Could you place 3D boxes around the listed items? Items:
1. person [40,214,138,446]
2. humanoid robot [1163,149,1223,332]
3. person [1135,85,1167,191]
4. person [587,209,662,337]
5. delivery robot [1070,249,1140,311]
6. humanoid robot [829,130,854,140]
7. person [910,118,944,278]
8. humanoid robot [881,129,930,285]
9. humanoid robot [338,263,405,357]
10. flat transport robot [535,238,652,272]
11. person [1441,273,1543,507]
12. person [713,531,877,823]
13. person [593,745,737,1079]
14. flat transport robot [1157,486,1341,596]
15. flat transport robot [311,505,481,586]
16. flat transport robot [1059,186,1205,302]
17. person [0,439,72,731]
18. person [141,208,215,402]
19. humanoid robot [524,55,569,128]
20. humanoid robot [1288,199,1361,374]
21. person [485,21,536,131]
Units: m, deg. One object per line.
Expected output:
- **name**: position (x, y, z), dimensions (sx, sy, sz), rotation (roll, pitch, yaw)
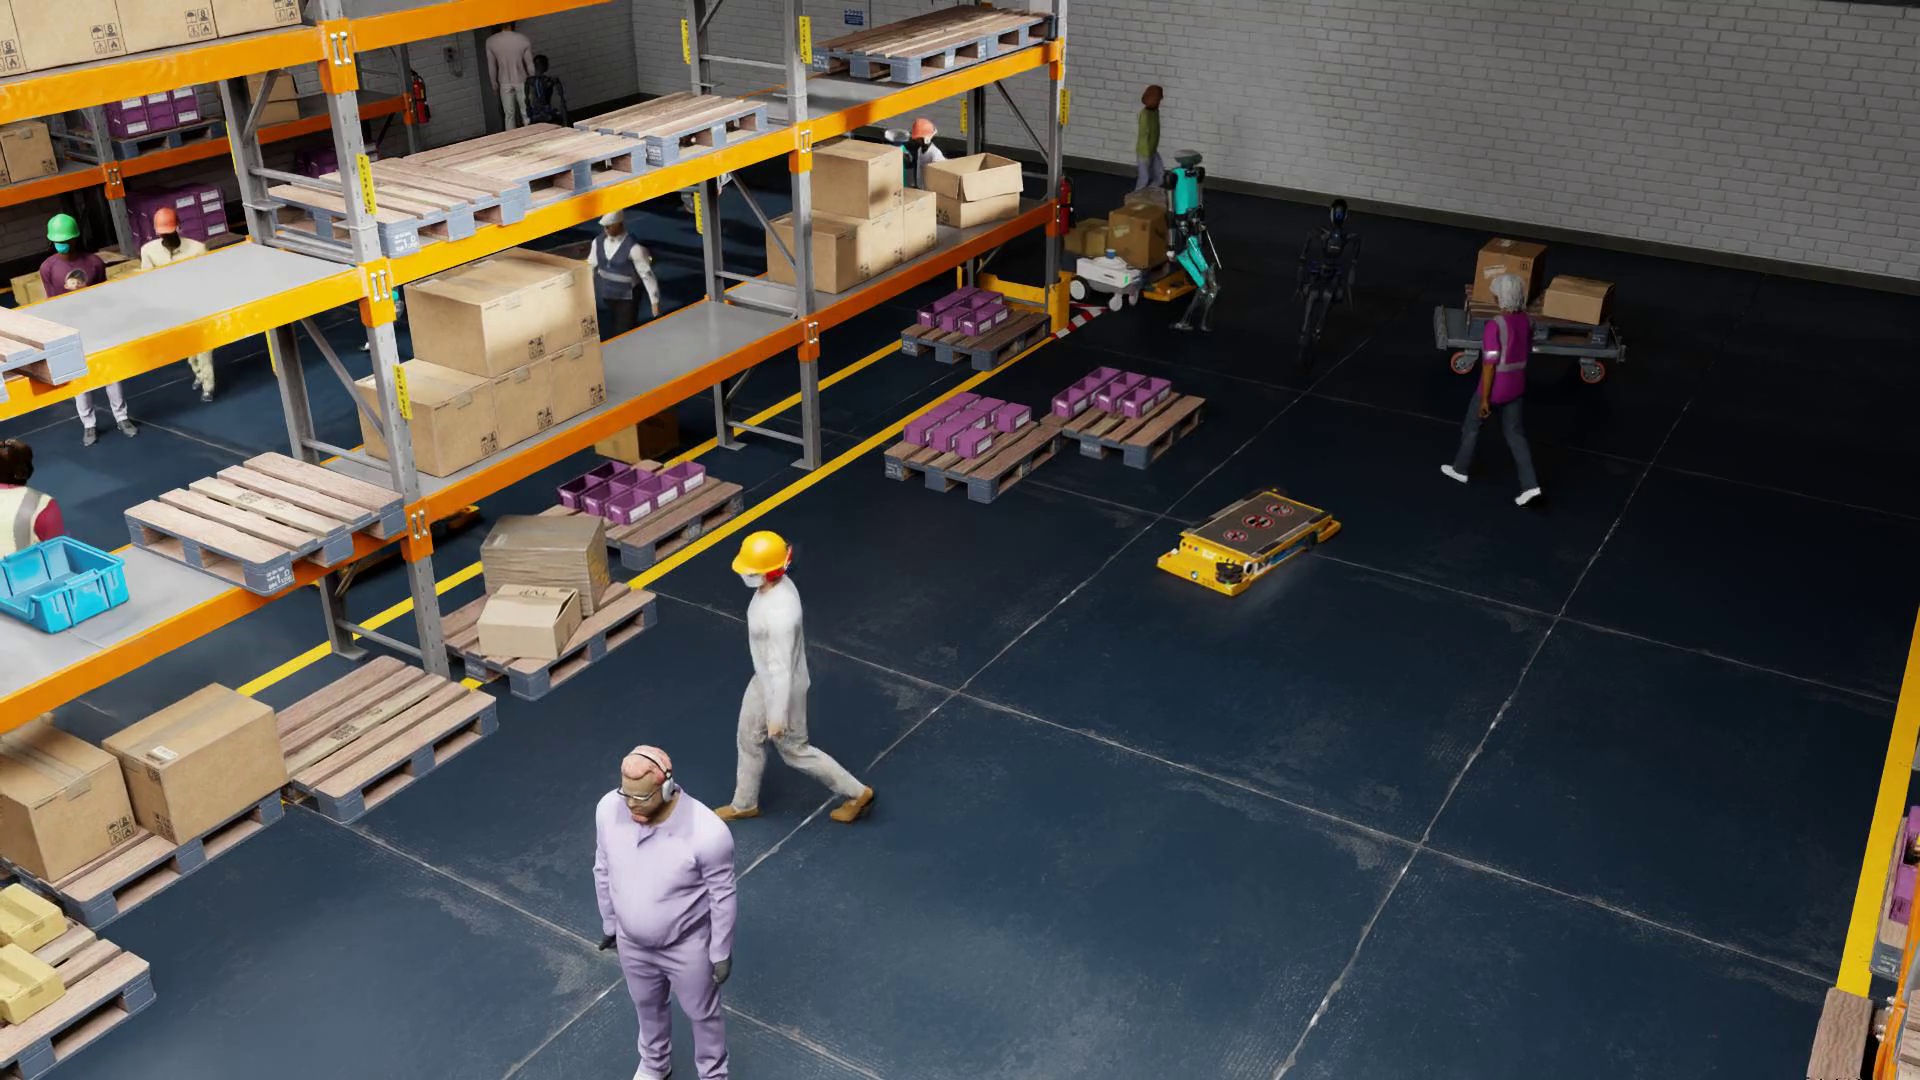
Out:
- **person**: position (-7.261, -1.767, 13.827), dimensions (0.489, 1.949, 0.420), rotation (-17, 32, -30)
- **humanoid robot**: position (2.335, -2.863, 16.212), dimensions (0.538, 1.787, 0.755), rotation (-23, 35, -38)
- **person**: position (2.256, -4.557, 19.685), dimensions (0.369, 1.623, 0.502), rotation (15, 30, 27)
- **person**: position (-3.065, -2.141, 14.824), dimensions (0.734, 1.707, 0.928), rotation (15, 31, 27)
- **delivery robot**: position (1.535, -2.721, 17.232), dimensions (0.744, 0.584, 0.513), rotation (23, 35, 38)
- **humanoid robot**: position (-1.295, -4.128, 18.800), dimensions (0.675, 1.635, 0.601), rotation (-10, 29, -19)
- **person**: position (-0.265, -3.651, 17.771), dimensions (0.574, 1.729, 0.580), rotation (-10, 29, -19)
- **humanoid robot**: position (-0.452, -3.425, 17.372), dimensions (0.816, 1.809, 0.546), rotation (-20, 33, -35)
- **humanoid robot**: position (-5.540, -2.601, 15.623), dimensions (0.708, 1.728, 0.530), rotation (-23, 35, -38)
- **flat transport robot**: position (-4.172, -3.059, 18.225), dimensions (1.431, 0.231, 0.659), rotation (-20, 33, -34)
- **person**: position (4.219, -1.170, 12.786), dimensions (0.524, 1.767, 0.945), rotation (-12, 29, -22)
- **person**: position (-0.929, 0.766, 8.945), dimensions (0.900, 1.856, 0.576), rotation (-5, 27, -9)
- **person**: position (-1.262, 1.687, 7.069), dimensions (0.650, 1.904, 0.406), rotation (10, 29, 19)
- **flat transport robot**: position (2.142, -0.007, 12.212), dimensions (0.659, 0.231, 1.431), rotation (23, 35, 37)
- **flat transport robot**: position (-4.325, -0.068, 12.331), dimensions (0.659, 0.231, 1.431), rotation (16, 31, 28)
- **flat transport robot**: position (1.804, -2.842, 17.797), dimensions (1.431, 0.231, 0.659), rotation (20, 33, 34)
- **person**: position (-5.577, 0.256, 10.022), dimensions (0.633, 1.783, 0.977), rotation (8, 28, 15)
- **person**: position (-6.882, -2.067, 14.672), dimensions (0.583, 1.714, 0.842), rotation (-3, 27, -5)
- **humanoid robot**: position (-5.226, -5.351, 21.202), dimensions (0.606, 1.634, 0.671), rotation (6, 28, 12)
- **humanoid robot**: position (3.327, -2.313, 15.222), dimensions (0.591, 1.638, 0.573), rotation (0, 27, 0)
- **person**: position (-6.029, -6.156, 22.490), dimensions (0.627, 1.936, 0.379), rotation (-2, 27, -5)
